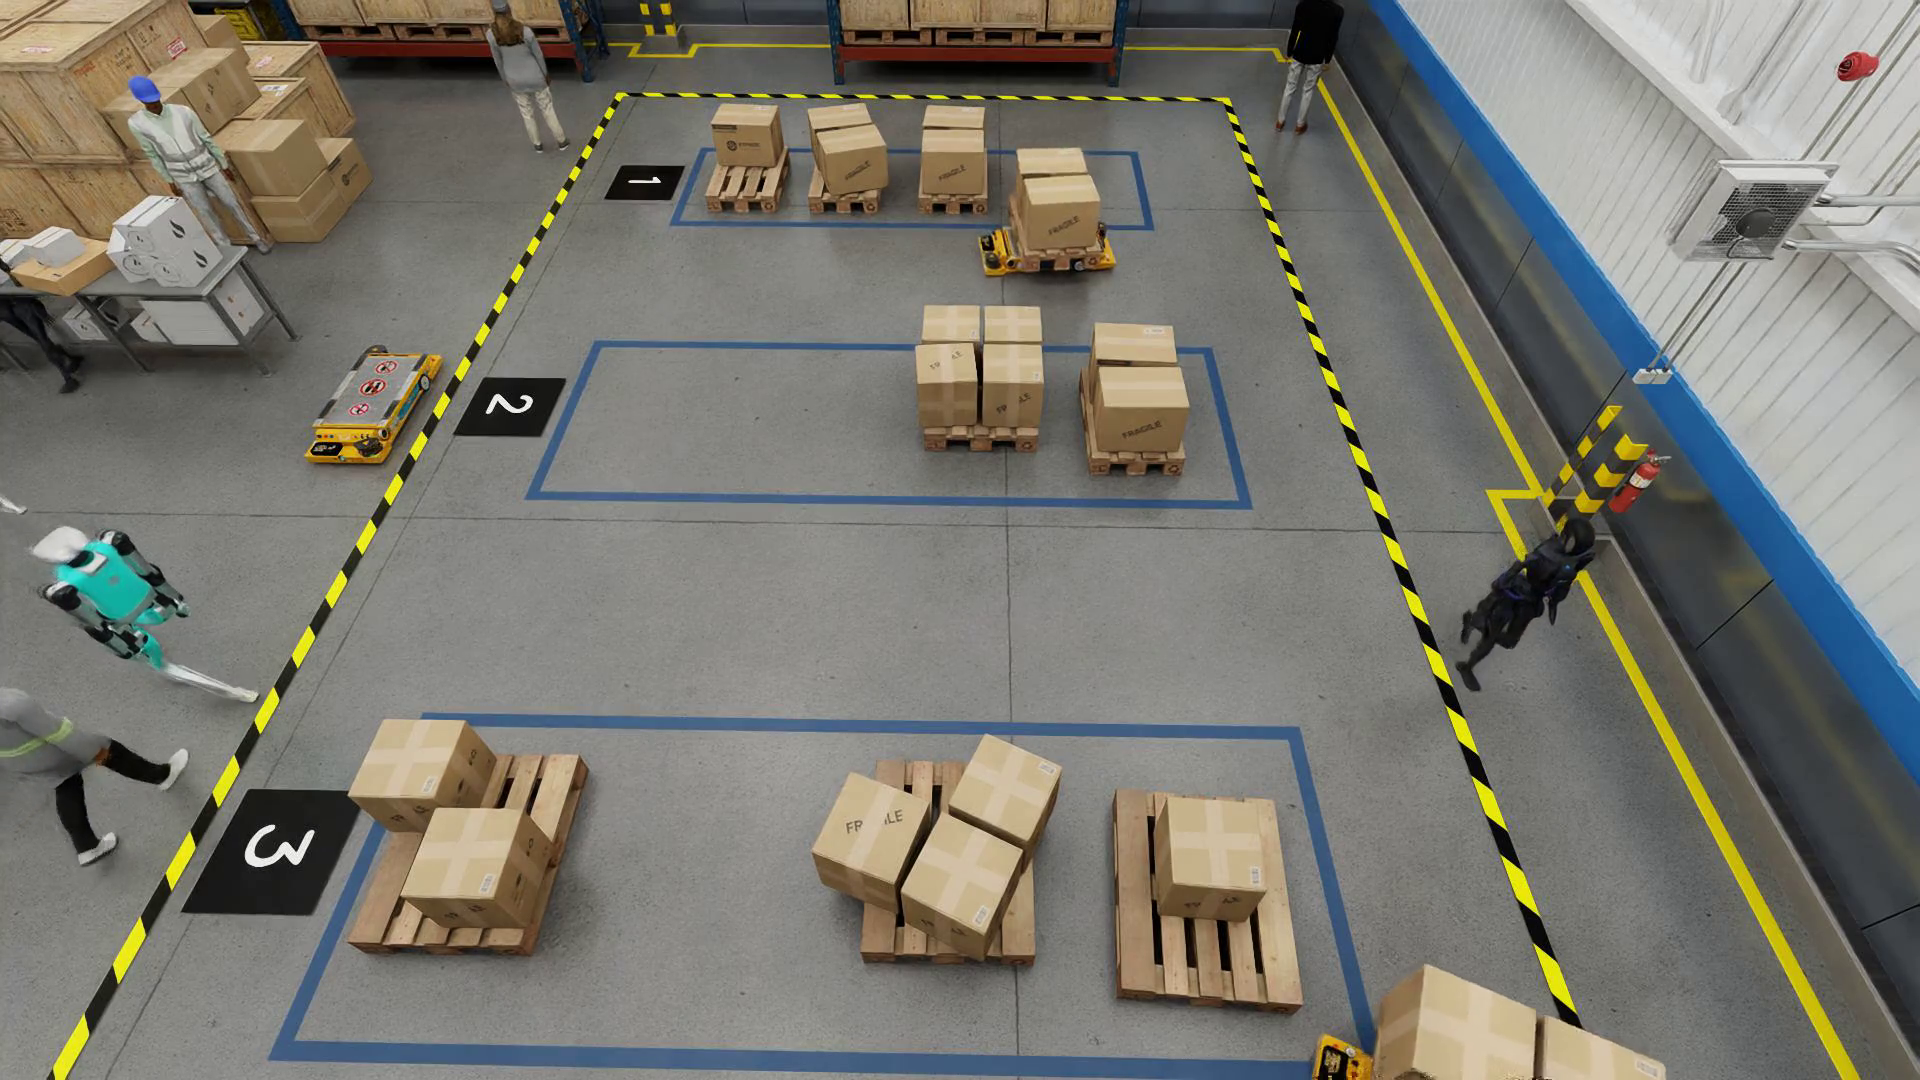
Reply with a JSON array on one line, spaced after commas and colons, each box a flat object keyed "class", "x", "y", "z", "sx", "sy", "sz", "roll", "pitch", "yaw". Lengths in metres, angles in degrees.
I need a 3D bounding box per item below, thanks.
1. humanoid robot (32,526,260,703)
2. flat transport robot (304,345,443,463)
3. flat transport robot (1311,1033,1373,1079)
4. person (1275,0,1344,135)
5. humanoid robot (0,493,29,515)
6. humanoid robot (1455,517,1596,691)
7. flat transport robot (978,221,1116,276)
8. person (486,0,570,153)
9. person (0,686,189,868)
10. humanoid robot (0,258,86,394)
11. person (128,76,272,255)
[{"class": "humanoid robot", "x": -5.506, "y": 0.518, "z": 6.013, "sx": 1.039, "sy": 1.769, "sz": 0.533, "roll": 9, "pitch": 50, "yaw": 8}, {"class": "flat transport robot", "x": -5.383, "y": -1.269, "z": 8.441, "sx": 0.659, "sy": 0.231, "sz": 1.431, "roll": 1, "pitch": 50, "yaw": 1}, {"class": "flat transport robot", "x": 2.523, "y": 3.166, "z": 4.670, "sx": 1.431, "sy": 0.197, "sz": 0.652, "roll": 19, "pitch": 52, "yaw": 16}, {"class": "person", "x": 4.341, "y": -6.025, "z": 11.408, "sx": 0.586, "sy": 1.884, "sz": 0.362, "roll": 22, "pitch": 53, "yaw": 17}, {"class": "humanoid robot", "x": -8.296, "y": -0.801, "z": 7.111, "sx": 0.933, "sy": 1.793, "sz": 0.569, "roll": 10, "pitch": 51, "yaw": 9}, {"class": "humanoid robot", "x": 3.701, "y": 0.361, "z": 6.144, "sx": 0.611, "sy": 1.635, "sz": 0.536, "roll": -7, "pitch": 50, "yaw": -6}, {"class": "flat transport robot", "x": 0.950, "y": -3.216, "z": 10.070, "sx": 1.431, "sy": 0.197, "sz": 0.652, "roll": -5, "pitch": 50, "yaw": -4}, {"class": "person", "x": -5.276, "y": -5.611, "z": 11.130, "sx": 0.564, "sy": 1.770, "sz": 0.394, "roll": -7, "pitch": 50, "yaw": -6}, {"class": "person", "x": -5.345, "y": 1.203, "z": 5.334, "sx": 0.601, "sy": 1.832, "sz": 0.756, "roll": -6, "pitch": 50, "yaw": -5}, {"class": "humanoid robot", "x": -8.567, "y": -2.084, "z": 8.213, "sx": 0.589, "sy": 1.638, "sz": 0.657, "roll": -6, "pitch": 50, "yaw": -5}, {"class": "person", "x": -7.919, "y": -3.819, "z": 9.507, "sx": 0.607, "sy": 1.939, "sz": 0.413, "roll": -31, "pitch": 57, "yaw": -24}]
